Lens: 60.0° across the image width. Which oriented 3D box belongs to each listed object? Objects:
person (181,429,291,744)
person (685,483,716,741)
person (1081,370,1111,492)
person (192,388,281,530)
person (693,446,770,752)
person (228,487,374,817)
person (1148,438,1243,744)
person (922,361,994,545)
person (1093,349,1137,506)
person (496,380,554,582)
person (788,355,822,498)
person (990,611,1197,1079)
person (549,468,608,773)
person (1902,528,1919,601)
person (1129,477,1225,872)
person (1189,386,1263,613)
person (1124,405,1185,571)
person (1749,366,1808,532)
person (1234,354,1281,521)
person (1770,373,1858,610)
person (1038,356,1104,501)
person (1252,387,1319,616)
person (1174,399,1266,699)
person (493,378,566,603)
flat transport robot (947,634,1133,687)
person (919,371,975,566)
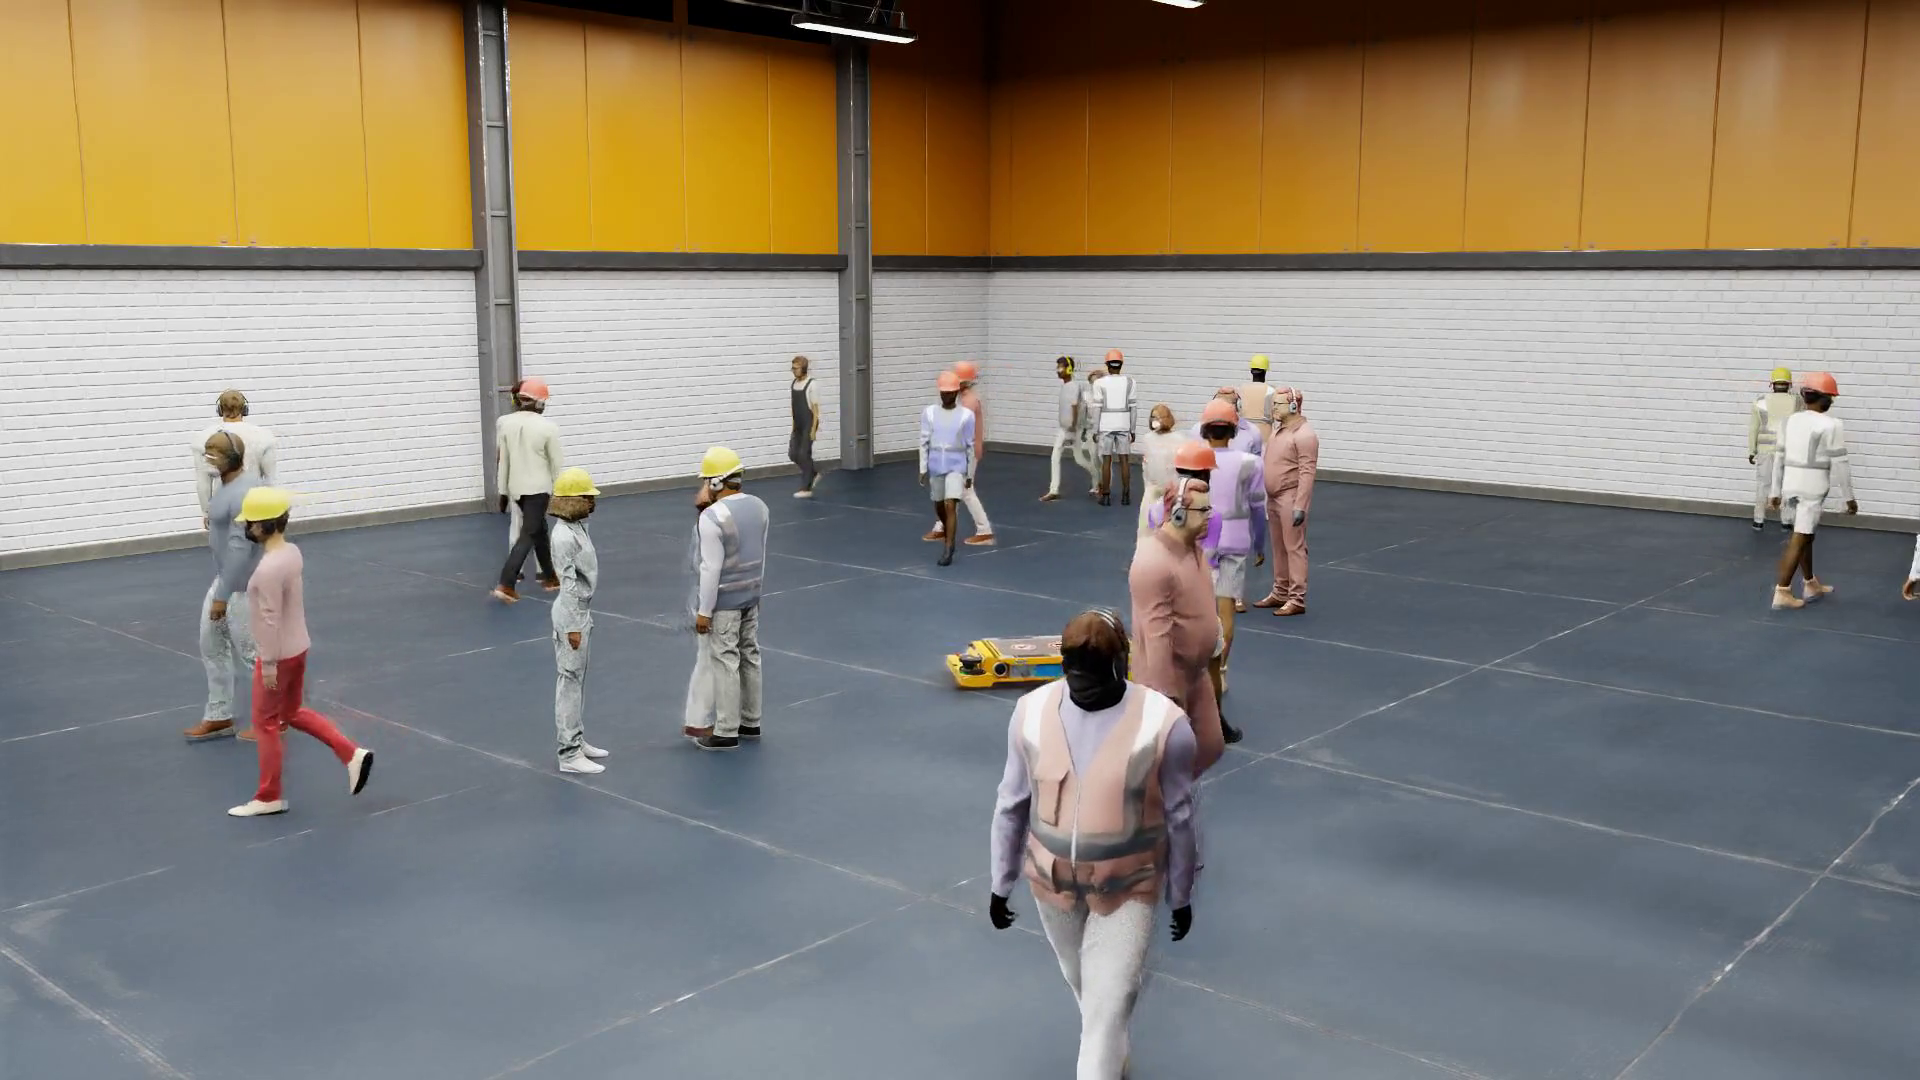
[{"bbox_3d":[-4.374,0.297,9.961,0.642,1.913,0.648,-6,11,-35],"label":"person"},{"bbox_3d":[-1.522,0.421,10.163,0.378,1.610,0.537,0,9,0],"label":"person"},{"bbox_3d":[1.815,-1.403,21.619,0.533,1.613,0.430,5,10,27],"label":"person"},{"bbox_3d":[-5.750,-0.240,13.290,0.632,1.940,0.372,-3,9,-17],"label":"person"},{"bbox_3d":[-1.386,0.347,9.943,0.404,1.828,0.587,5,10,27],"label":"person"},{"bbox_3d":[-3.499,0.581,8.693,0.654,1.747,0.535,-1,9,-5],"label":"person"},{"bbox_3d":[1.302,0.345,9.775,0.968,1.896,0.555,-8,12,-41],"label":"person"},{"bbox_3d":[0.011,-0.900,17.475,0.728,1.940,0.658,-1,9,-5],"label":"person"},{"bbox_3d":[1.896,-1.381,20.481,0.549,1.927,0.386,-1,9,-4],"label":"person"},{"bbox_3d":[-4.008,-0.536,15.363,0.535,1.869,0.312,1,9,5],"label":"person"},{"bbox_3d":[-1.967,-1.443,21.187,0.533,1.824,0.458,9,13,44],"label":"person"},{"bbox_3d":[0.428,1.096,5.376,0.650,1.796,0.970,4,10,25],"label":"person"},{"bbox_3d":[-2.186,0.454,9.540,0.295,1.743,0.492,-1,9,-7],"label":"person"},{"bbox_3d":[6.197,0.242,10.340,0.668,1.908,0.546,-3,10,-20],"label":"person"},{"bbox_3d":[1.033,0.643,7.905,0.414,1.891,0.642,5,10,30],"label":"person"},{"bbox_3d":[2.216,-0.334,13.974,0.639,1.910,0.407,1,9,5],"label":"person"},{"bbox_3d":[1.868,-0.471,15.781,0.502,1.607,0.724,7,12,39],"label":"person"},{"bbox_3d":[9.044,-1.003,18.402,0.590,1.836,0.404,4,10,23],"label":"person"},{"bbox_3d":[3.420,-1.174,19.183,0.595,1.925,0.371,4,10,23],"label":"person"},{"bbox_3d":[7.313,-0.410,14.158,0.937,2.005,0.636,-3,9,-16],"label":"person"},{"bbox_3d":[1.448,-1.399,20.915,0.914,1.832,0.507,-5,10,-28],"label":"person"},{"bbox_3d":[2.720,-0.324,13.913,0.407,1.910,0.638,-2,9,-14],"label":"person"},{"bbox_3d":[1.786,0.027,11.446,0.617,1.983,1.055,2,9,14],"label":"person"},{"bbox_3d":[-3.770,-0.440,14.553,0.606,1.945,1.043,5,10,29],"label":"person"},{"bbox_3d":[0.662,0.838,11.732,1.431,0.197,0.652,-1,9,-9],"label":"flat transport robot"},{"bbox_3d":[-0.104,-0.738,16.533,0.541,1.910,0.916,2,9,14],"label":"person"}]
